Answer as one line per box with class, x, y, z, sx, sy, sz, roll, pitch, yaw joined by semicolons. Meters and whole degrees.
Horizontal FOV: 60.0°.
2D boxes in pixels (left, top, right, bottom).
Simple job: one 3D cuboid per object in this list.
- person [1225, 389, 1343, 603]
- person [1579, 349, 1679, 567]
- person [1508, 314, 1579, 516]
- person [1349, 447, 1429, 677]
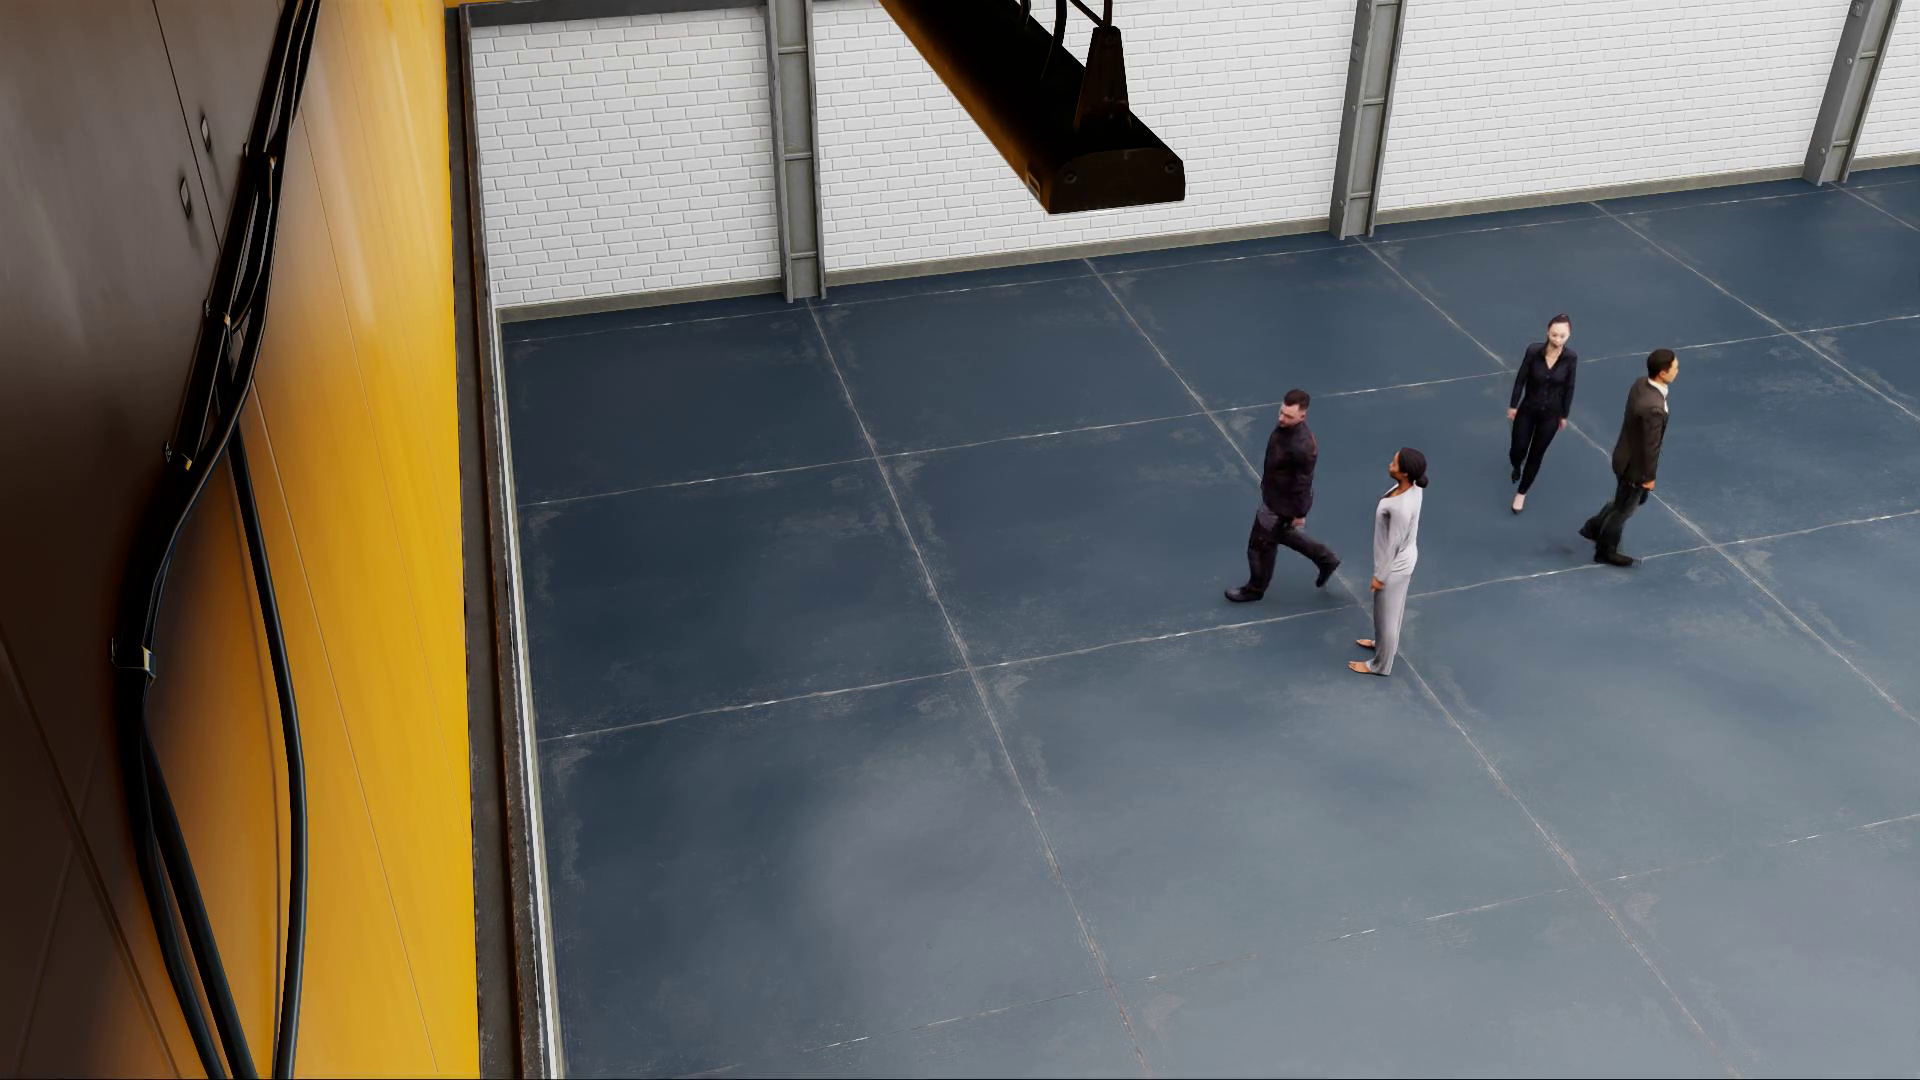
person;2.383;-0.306;11.816;1.158;1.819;0.897;0;34;0
person;4.902;-0.610;12.289;0.845;1.800;0.825;8;34;12
person;4.499;-1.000;12.962;0.774;1.706;0.820;8;34;11
person;2.937;0.137;11.225;0.752;1.736;0.718;14;36;20
